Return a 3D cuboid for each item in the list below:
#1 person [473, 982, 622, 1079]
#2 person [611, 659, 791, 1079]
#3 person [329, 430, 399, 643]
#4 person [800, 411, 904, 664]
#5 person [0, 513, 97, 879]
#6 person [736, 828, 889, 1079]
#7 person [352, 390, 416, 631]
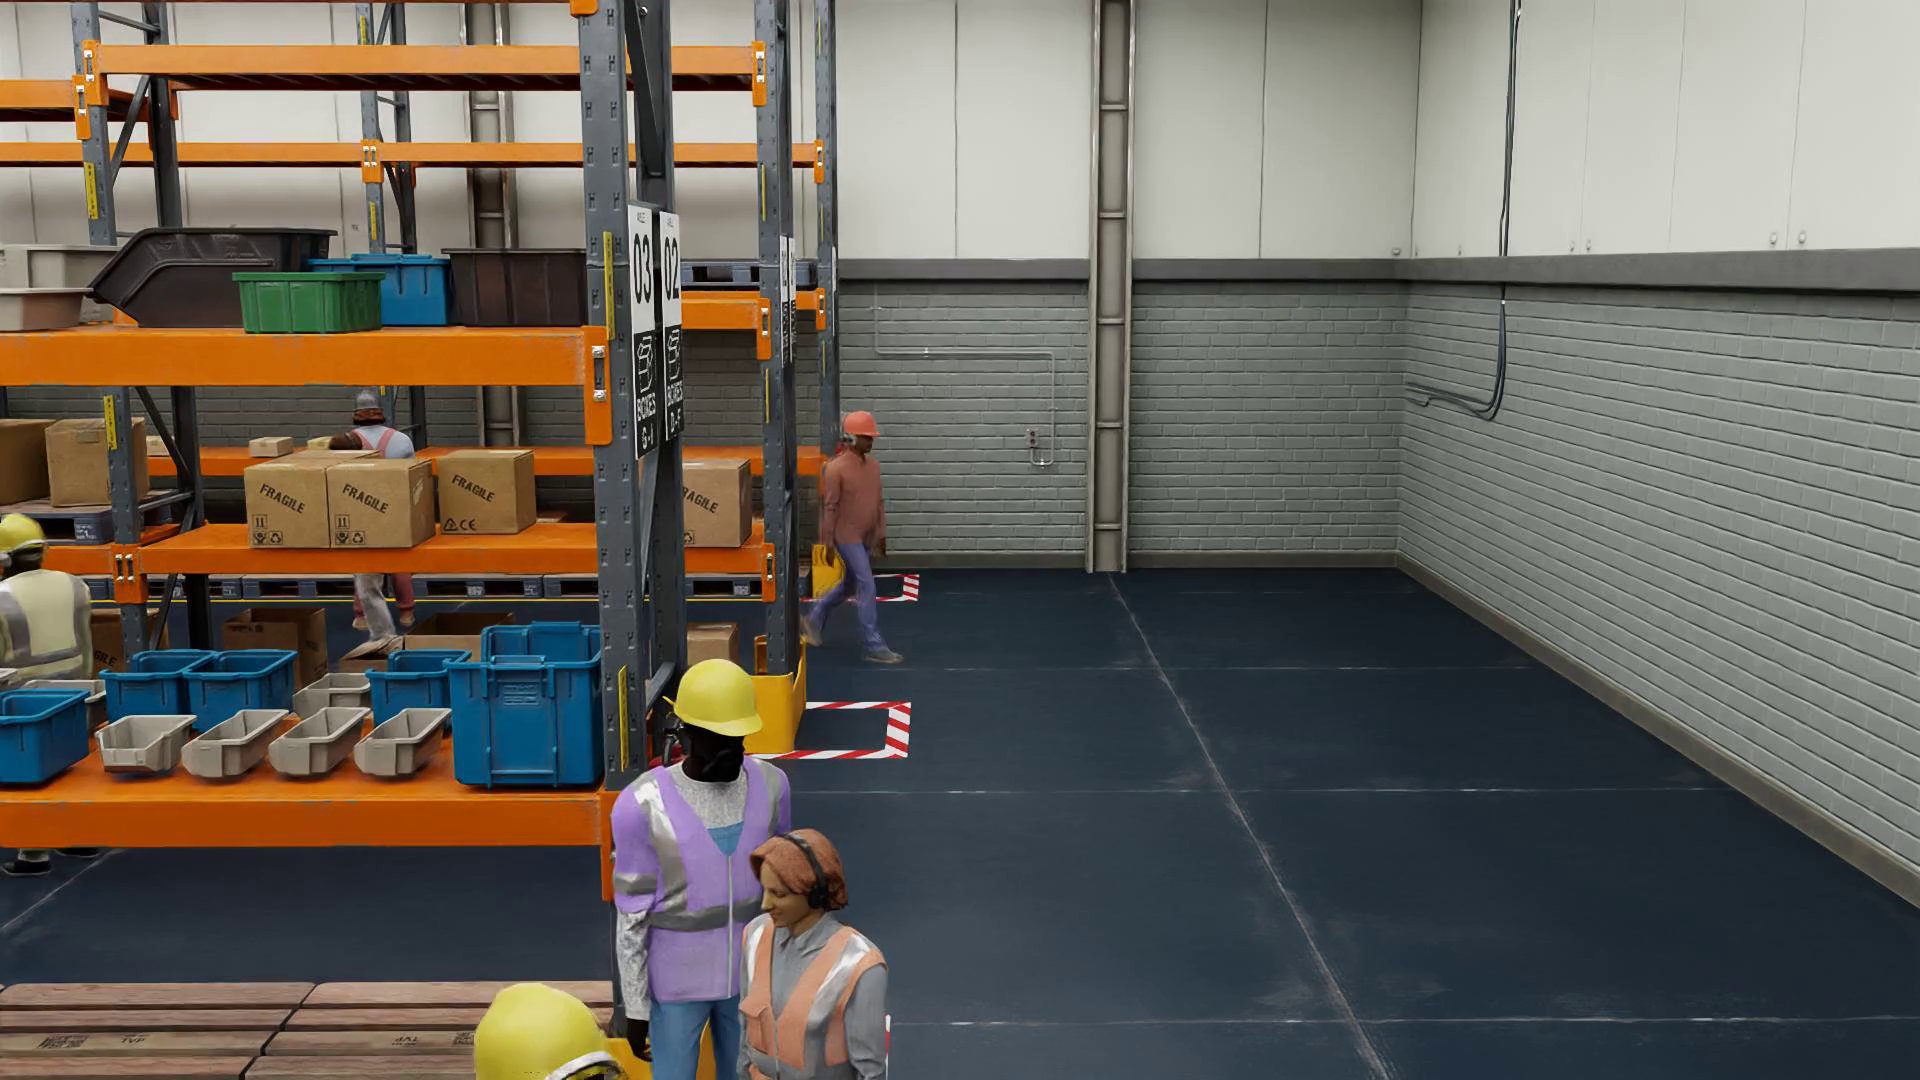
[{"bbox_3d":[-0.713,1.679,2.928,0.636,1.784,0.623,-9,13,-43],"label":"person"},{"bbox_3d":[-0.729,1.284,4.940,0.591,1.918,0.396,-7,11,-36],"label":"person"},{"bbox_3d":[-4.577,0.058,12.770,0.435,1.821,0.656,-7,12,-38],"label":"person"},{"bbox_3d":[-0.871,-0.042,12.976,0.973,1.958,0.615,6,11,31],"label":"person"},{"bbox_3d":[-4.635,0.774,8.352,0.403,1.822,0.599,5,10,26],"label":"person"},{"bbox_3d":[-0.377,1.530,4.303,0.526,1.632,0.311,8,12,40],"label":"person"},{"bbox_3d":[-4.943,-0.264,14.040,0.676,2.000,0.536,-5,10,-27],"label":"person"}]
